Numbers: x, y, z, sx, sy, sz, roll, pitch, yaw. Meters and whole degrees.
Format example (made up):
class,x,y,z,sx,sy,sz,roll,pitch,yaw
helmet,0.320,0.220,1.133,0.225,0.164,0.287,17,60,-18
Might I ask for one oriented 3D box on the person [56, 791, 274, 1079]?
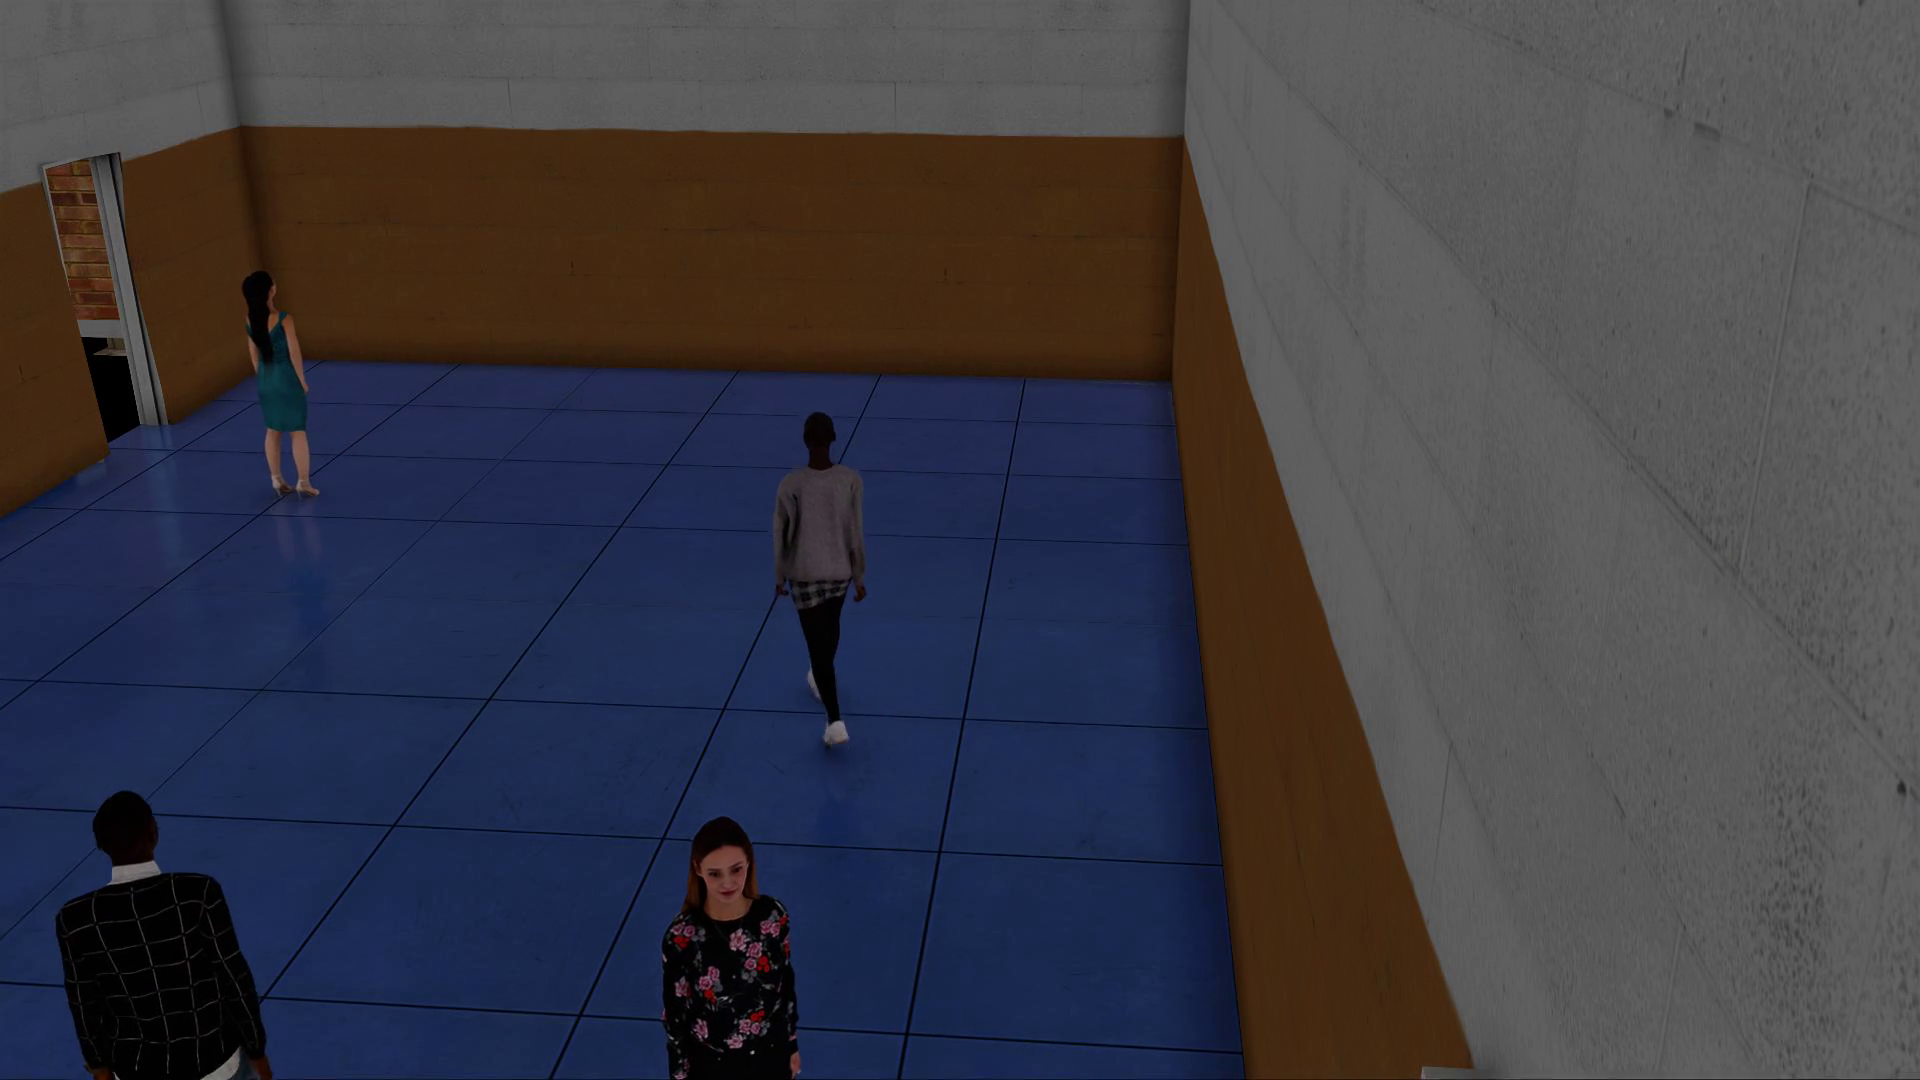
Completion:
class,x,y,z,sx,sy,sz,roll,pitch,yaw
person,-2.389,1.626,5.063,0.771,1.812,0.871,-6,23,-16

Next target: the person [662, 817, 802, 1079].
class,x,y,z,sx,sy,sz,roll,pitch,yaw
person,-0.710,1.622,5.246,0.599,1.683,0.715,-10,24,-23

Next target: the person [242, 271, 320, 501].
class,x,y,z,sx,sy,sz,roll,pitch,yaw
person,-4.947,-1.113,12.057,0.451,1.681,0.614,5,22,13

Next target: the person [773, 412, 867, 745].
class,x,y,z,sx,sy,sz,roll,pitch,yaw
person,-0.703,0.231,8.636,1.207,1.738,1.021,-7,23,-18
